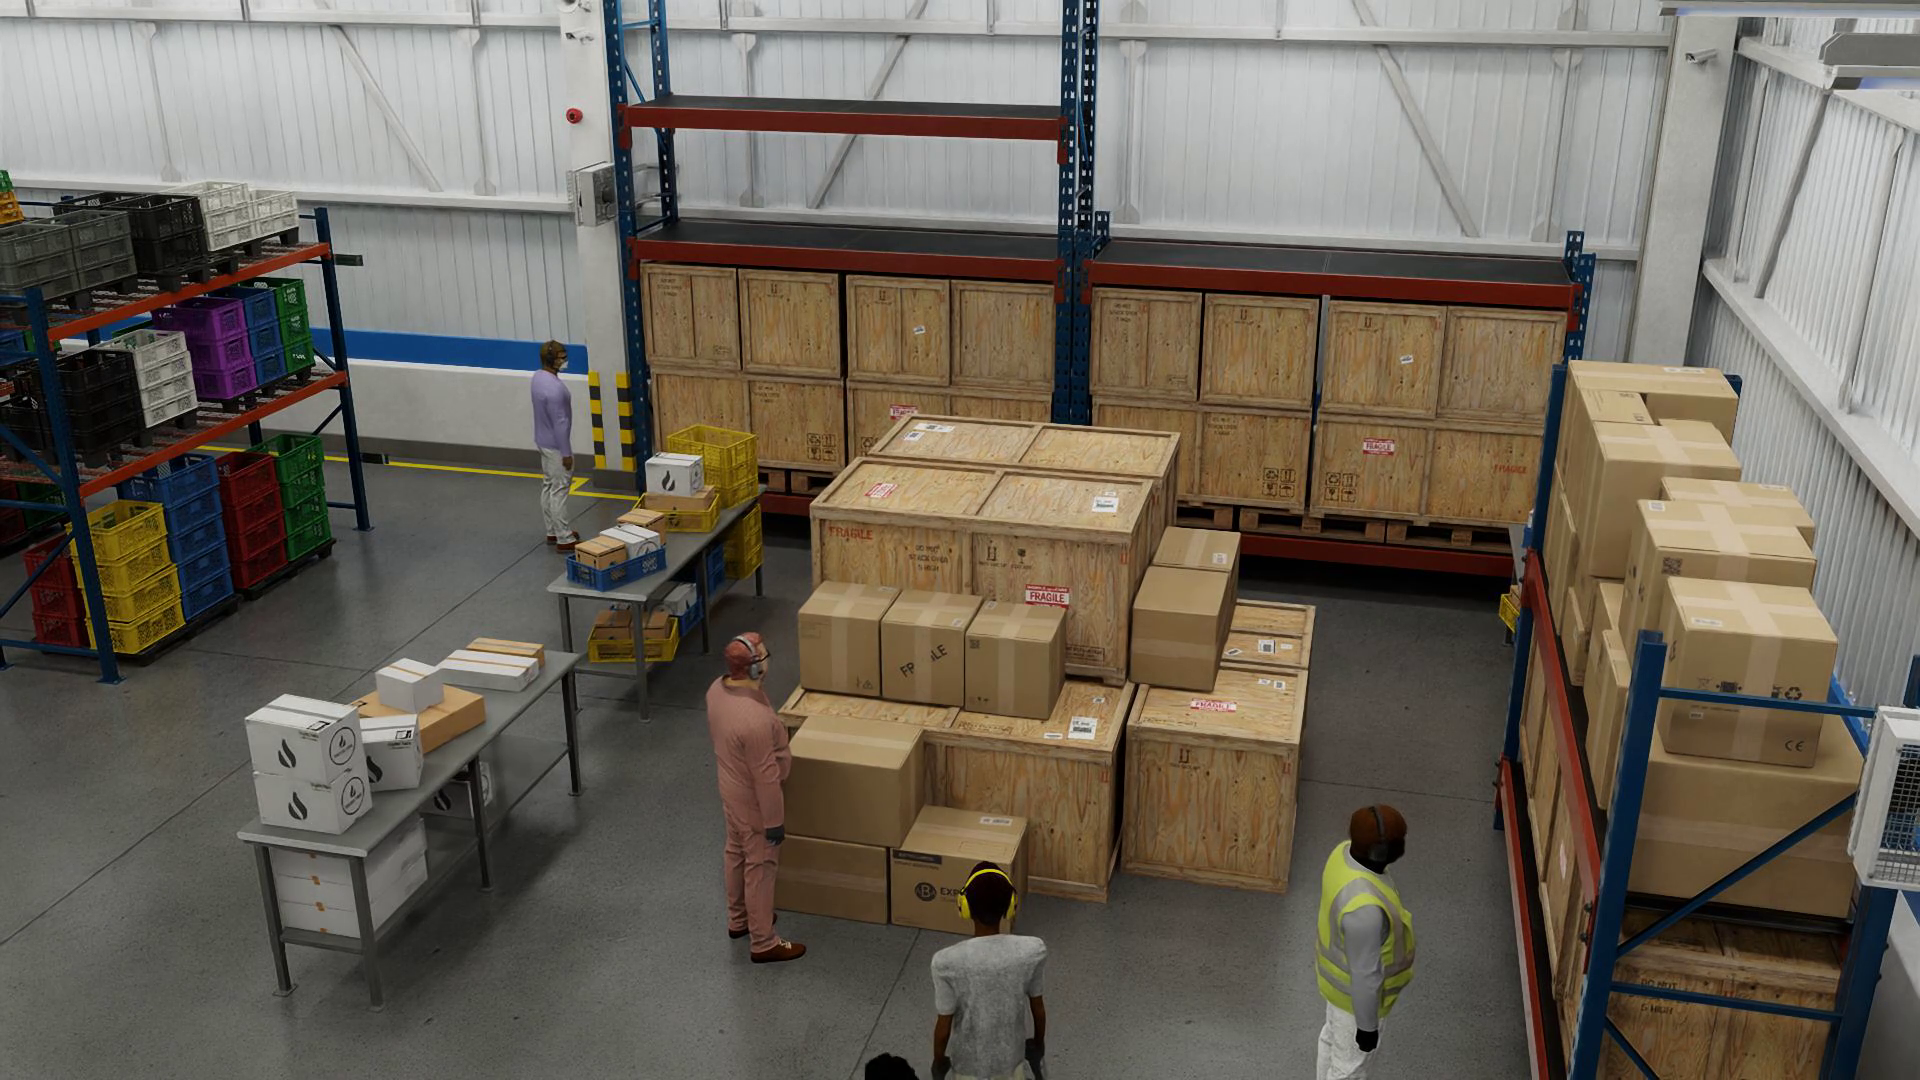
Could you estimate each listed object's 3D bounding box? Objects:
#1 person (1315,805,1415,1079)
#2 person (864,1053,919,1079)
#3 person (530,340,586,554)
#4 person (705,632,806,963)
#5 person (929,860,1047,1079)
[{"bbox_3d":[1.818,2.023,7.530,0.429,1.842,0.633,2,21,4],"label":"person"},{"bbox_3d":[-0.224,2.686,6.097,0.538,1.623,0.946,-4,21,-10],"label":"person"},{"bbox_3d":[-3.612,-0.839,14.892,0.371,1.935,0.627,-11,24,-27],"label":"person"},{"bbox_3d":[-1.112,1.393,9.082,0.410,1.913,0.651,-12,24,-28],"label":"person"},{"bbox_3d":[0.114,2.204,7.019,0.532,1.868,0.310,-6,22,-15],"label":"person"}]
